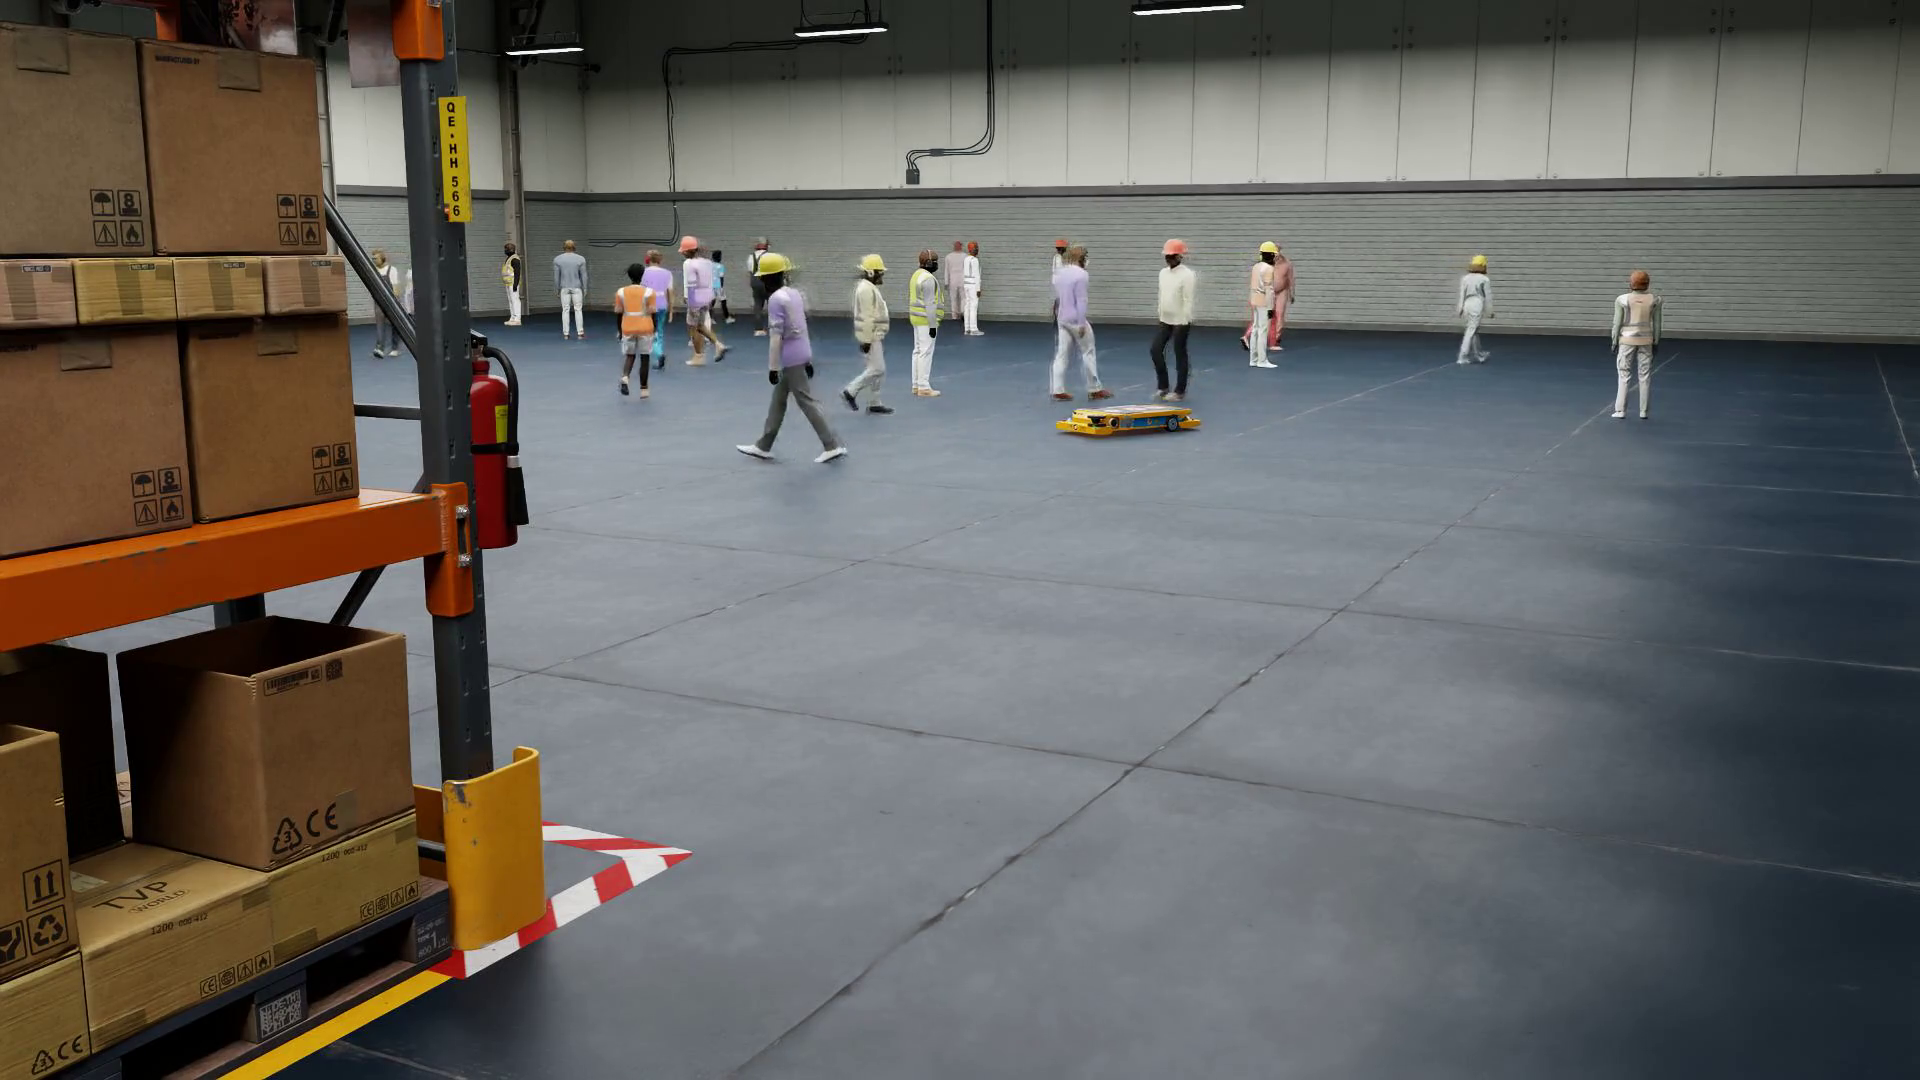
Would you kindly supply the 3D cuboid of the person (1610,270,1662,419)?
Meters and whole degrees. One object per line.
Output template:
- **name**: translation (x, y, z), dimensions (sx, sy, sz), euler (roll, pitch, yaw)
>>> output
- **person**: translation (7.450, -2.146, 18.345), dimensions (0.524, 1.637, 0.306), euler (1, 10, 6)

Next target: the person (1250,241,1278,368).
- **person**: translation (4.656, -3.599, 25.489), dimensions (0.383, 1.923, 0.589), euler (-3, 11, -14)

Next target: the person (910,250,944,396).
- **person**: translation (-0.411, -2.727, 20.983), dimensions (0.430, 1.837, 0.626), euler (-3, 11, -16)

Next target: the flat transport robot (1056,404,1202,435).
- **flat transport robot**: translation (1.756, -1.258, 17.235), dimensions (1.431, 0.197, 0.652), euler (-7, 13, -34)

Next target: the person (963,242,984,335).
- **person**: translation (0.266, -5.105, 33.807), dimensions (0.349, 1.884, 0.584), euler (-5, 11, -25)

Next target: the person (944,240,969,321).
- **person**: translation (-0.047, -6.104, 39.228), dimensions (0.651, 1.917, 0.404), euler (1, 10, 3)

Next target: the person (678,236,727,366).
- **person**: translation (-3.997, -3.665, 25.606), dimensions (0.609, 2.013, 0.655), euler (4, 11, 19)

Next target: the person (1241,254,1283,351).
- **person**: translation (5.311, -4.170, 29.103), dimensions (0.804, 1.738, 0.527), euler (-6, 12, -29)

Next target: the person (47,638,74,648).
- **person**: translation (-4.114, -0.100, 7.291), dimensions (0.518, 1.603, 0.710), euler (0, 10, 2)

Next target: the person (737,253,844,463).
- **person**: translation (-1.495, -1.611, 14.832), dimensions (1.016, 1.873, 0.633), euler (1, 10, 8)

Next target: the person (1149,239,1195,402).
- **person**: translation (2.535, -2.649, 20.158), dimensions (0.625, 1.973, 0.653), euler (-7, 13, -34)

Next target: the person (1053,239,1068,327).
- **person**: translation (2.230, -5.700, 36.895), dimensions (0.347, 1.942, 0.549), euler (0, 10, -2)

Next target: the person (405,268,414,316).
- **person**: translation (-7.993, -3.434, 24.852), dimensions (0.661, 1.825, 0.555), euler (2, 11, 9)

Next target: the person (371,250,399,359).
- **person**: translation (-9.529, -3.896, 27.498), dimensions (0.496, 1.783, 0.988), euler (0, 10, 0)

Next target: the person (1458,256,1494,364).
- **person**: translation (8.201, -3.642, 26.336), dimensions (0.906, 1.689, 0.509), euler (-8, 13, -36)

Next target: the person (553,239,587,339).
- **person**: translation (-7.582, -4.881, 32.442), dimensions (0.638, 1.937, 0.357), euler (-1, 10, -4)

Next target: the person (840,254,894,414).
- **person**: translation (-1.040, -2.307, 18.745), dimensions (0.512, 1.818, 0.597), euler (-1, 10, -4)

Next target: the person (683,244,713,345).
- **person**: translation (-4.824, -4.521, 30.623), dimensions (0.575, 1.883, 0.356), euler (-7, 12, -33)

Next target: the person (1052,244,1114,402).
- **person**: translation (1.490, -2.645, 20.338), dimensions (0.906, 1.901, 0.647), euler (-5, 12, -27)

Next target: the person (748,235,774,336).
- **person**: translation (-3.870, -5.141, 33.577), dimensions (0.705, 2.000, 0.807), euler (7, 13, 35)

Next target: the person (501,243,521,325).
- **person**: translation (-10.113, -5.763, 37.511), dimensions (0.429, 1.842, 0.634), euler (-6, 12, -30)

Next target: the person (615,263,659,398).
- **person**: translation (-4.001, -2.581, 20.606), dimensions (0.539, 1.684, 0.412), euler (1, 10, 7)

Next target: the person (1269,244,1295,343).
- **person**: translation (6.052, -4.714, 31.779), dimensions (0.693, 1.857, 0.967), euler (3, 11, 18)

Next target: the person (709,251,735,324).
- **person**: translation (-5.492, -5.748, 37.891), dimensions (0.549, 1.664, 0.714), euler (8, 13, 39)

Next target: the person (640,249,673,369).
- **person**: translation (-4.560, -3.444, 24.956), dimensions (0.596, 1.815, 0.718), euler (-5, 12, -27)
